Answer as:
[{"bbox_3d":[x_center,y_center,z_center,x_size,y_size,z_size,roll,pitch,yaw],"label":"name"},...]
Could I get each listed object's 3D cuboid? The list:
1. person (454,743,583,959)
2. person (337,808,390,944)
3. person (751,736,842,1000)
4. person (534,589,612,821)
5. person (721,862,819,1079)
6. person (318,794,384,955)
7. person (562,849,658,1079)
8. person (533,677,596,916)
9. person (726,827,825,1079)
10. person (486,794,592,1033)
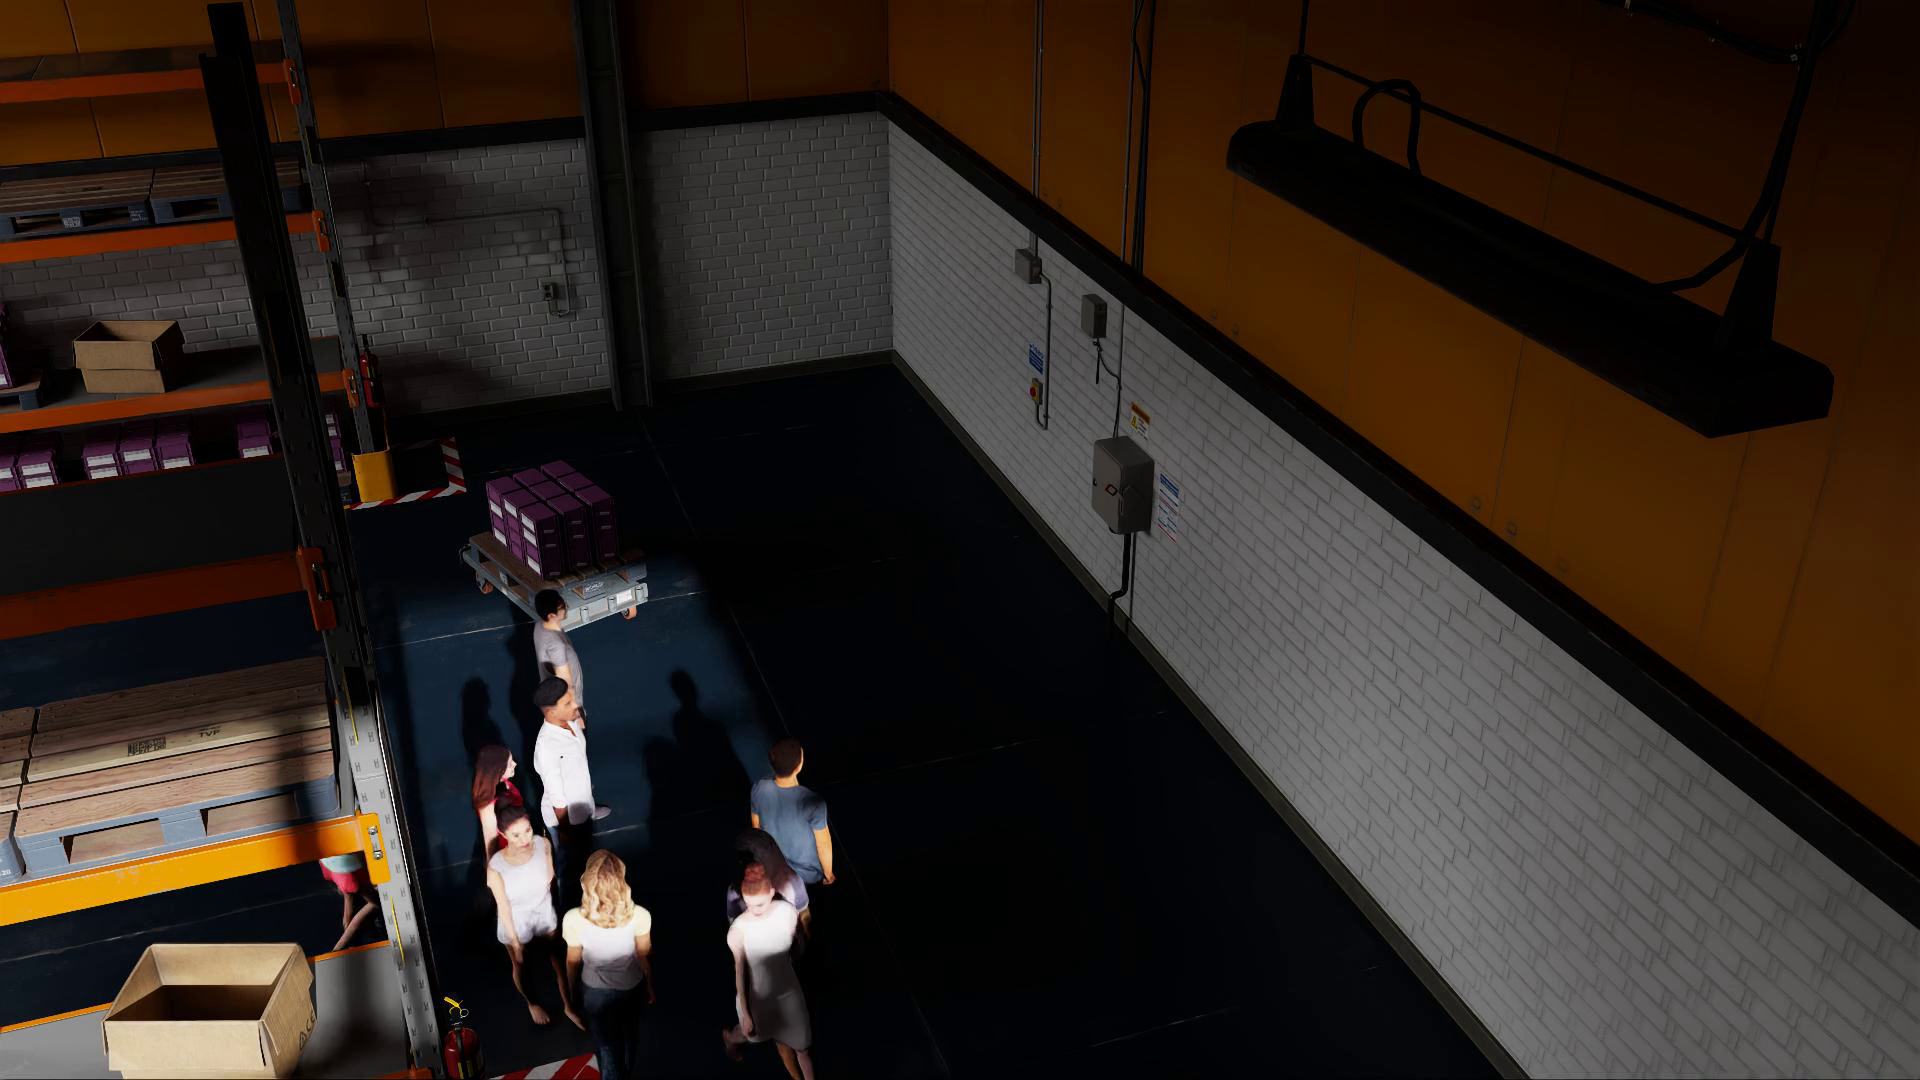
[{"bbox_3d":[-2.785,1.915,9.936,1.108,1.616,0.658,-7,29,-12],"label":"person"},{"bbox_3d":[-3.735,2.006,10.239,0.606,1.166,0.656,-25,37,-38],"label":"person"},{"bbox_3d":[-0.977,1.916,9.732,0.706,1.810,0.778,11,30,19],"label":"person"},{"bbox_3d":[-2.695,1.097,11.290,0.595,1.755,0.657,-15,32,-26],"label":"person"},{"bbox_3d":[-1.092,2.403,8.891,1.035,1.760,0.789,-20,34,-32],"label":"person"},{"bbox_3d":[-3.686,1.910,9.803,0.764,1.752,0.662,-15,32,-26],"label":"person"},{"bbox_3d":[-1.833,2.456,8.864,1.052,1.694,0.760,-7,29,-12],"label":"person"},{"bbox_3d":[-2.417,1.627,10.254,0.704,1.817,0.719,1,29,1],"label":"person"},{"bbox_3d":[-0.975,2.356,9.052,0.934,1.688,0.728,-8,30,-15],"label":"person"},{"bbox_3d":[-2.521,2.128,9.560,0.688,1.603,0.725,-22,36,-34],"label":"person"}]
